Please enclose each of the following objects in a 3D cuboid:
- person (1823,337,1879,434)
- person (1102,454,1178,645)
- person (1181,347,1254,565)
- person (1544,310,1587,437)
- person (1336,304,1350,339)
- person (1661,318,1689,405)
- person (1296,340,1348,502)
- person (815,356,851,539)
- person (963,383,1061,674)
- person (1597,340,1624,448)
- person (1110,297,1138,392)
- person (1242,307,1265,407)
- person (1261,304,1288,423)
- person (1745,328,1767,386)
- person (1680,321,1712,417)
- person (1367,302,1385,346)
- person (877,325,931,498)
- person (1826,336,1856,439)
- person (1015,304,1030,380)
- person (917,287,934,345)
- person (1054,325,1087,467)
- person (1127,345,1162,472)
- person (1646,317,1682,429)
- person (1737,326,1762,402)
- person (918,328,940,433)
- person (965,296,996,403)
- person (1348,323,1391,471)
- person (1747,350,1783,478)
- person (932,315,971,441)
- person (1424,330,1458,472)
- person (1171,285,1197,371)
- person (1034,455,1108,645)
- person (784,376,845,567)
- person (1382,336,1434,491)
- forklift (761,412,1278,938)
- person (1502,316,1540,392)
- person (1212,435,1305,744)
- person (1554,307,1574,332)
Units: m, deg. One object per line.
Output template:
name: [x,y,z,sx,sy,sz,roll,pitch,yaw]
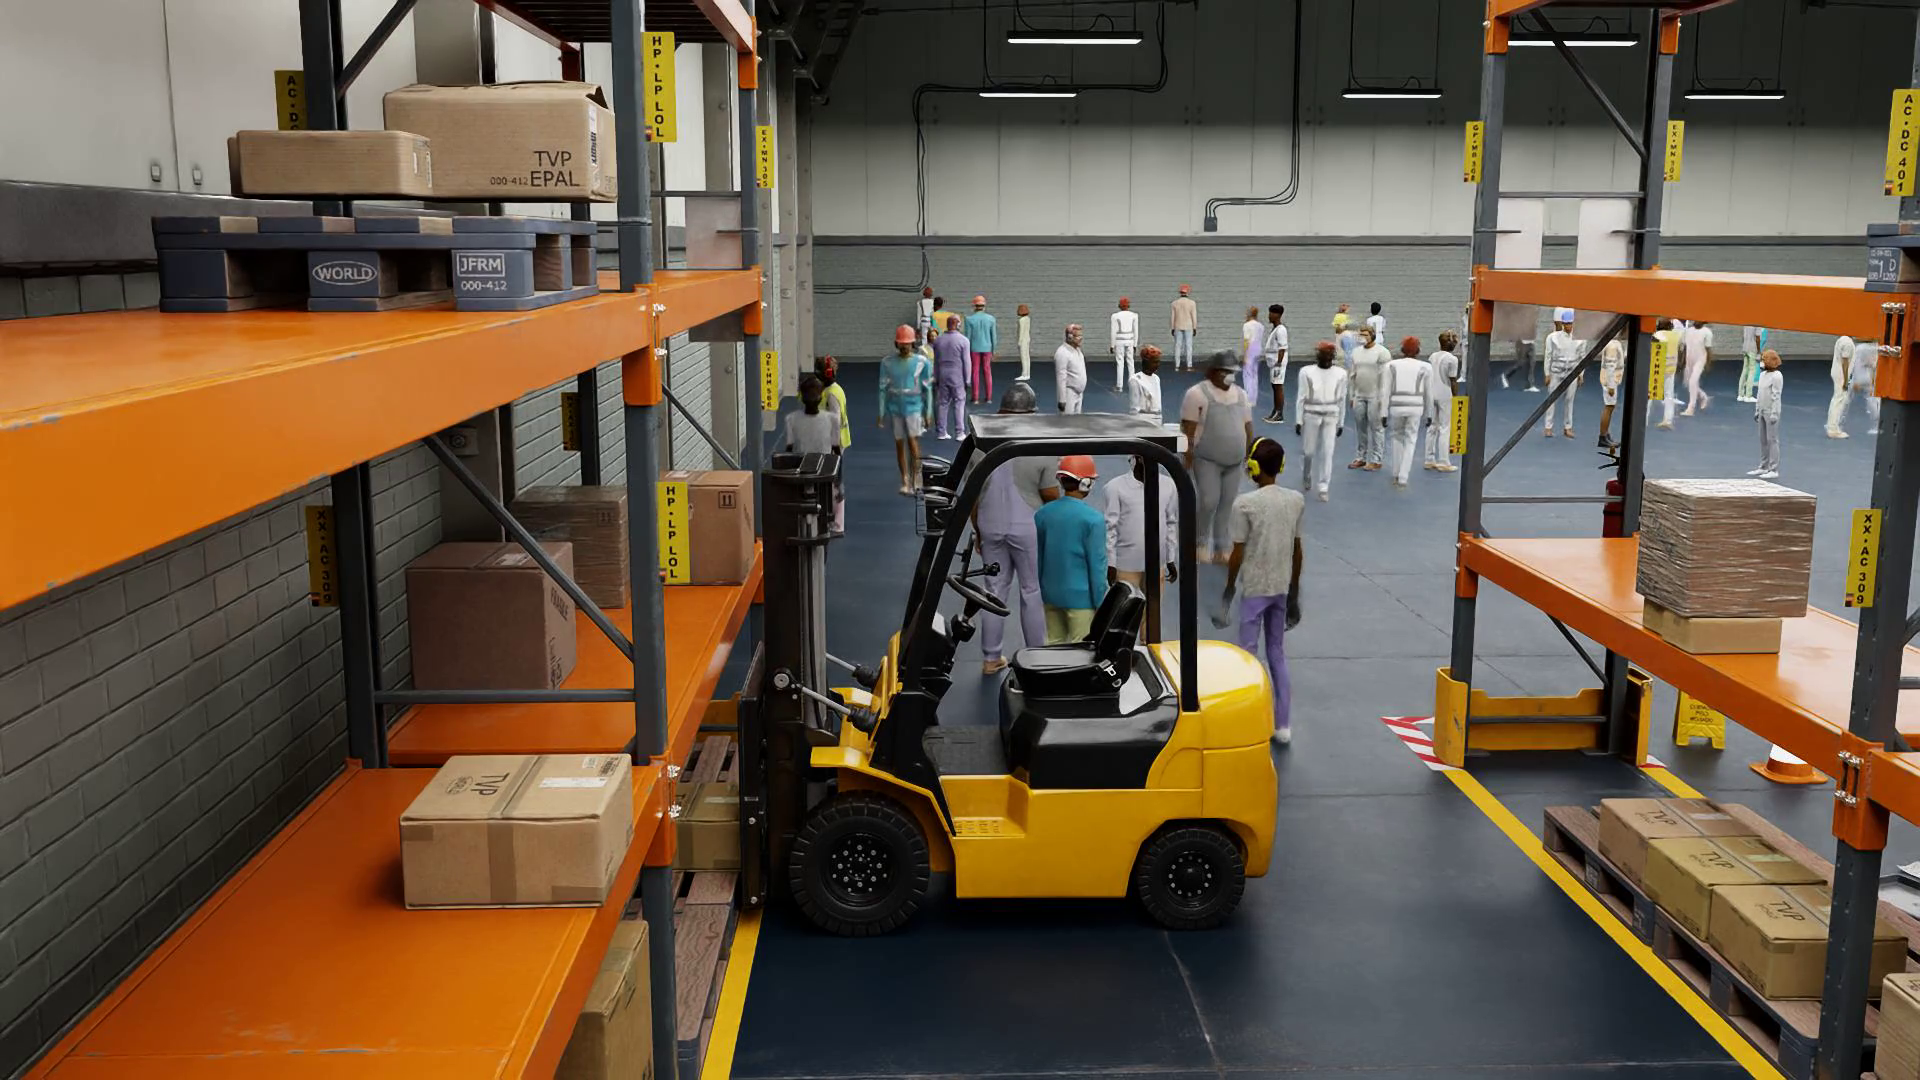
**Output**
person: [14.081,-2.508,26.000,0.503,1.695,0.917,-6,12,-32]
person: [1.219,0.127,11.153,0.570,1.751,0.329,-5,11,-25]
person: [2.414,-0.771,15.355,0.709,2.000,0.535,-5,11,-24]
person: [9.255,-2.539,25.460,0.605,1.948,0.404,1,10,8]
person: [8.296,-4.287,36.062,0.307,1.641,0.514,2,10,13]
person: [13.159,-3.443,30.592,0.590,1.916,0.391,-8,13,-38]
person: [4.194,-1.398,19.350,0.587,1.866,0.725,1,10,4]
person: [-1.300,-0.936,16.814,0.389,1.846,0.567,-2,10,-10]
person: [0.406,-0.070,11.453,0.689,2.000,0.539,5,11,26]
person: [9.519,-2.298,24.198,0.392,1.925,0.548,5,11,25]
person: [3.279,-3.908,33.272,0.576,1.882,0.362,-3,11,-16]
person: [5.284,-3.323,30.232,0.687,1.805,0.431,-8,13,-38]
person: [5.231,-2.920,27.531,0.368,1.967,0.600,0,10,2]
person: [16.570,-4.115,34.566,0.349,1.836,0.517,6,12,28]
person: [12.668,-3.035,28.560,0.654,1.823,0.525,-4,11,-23]
person: [8.854,-4.221,35.534,0.534,1.697,0.318,-9,13,-39]
person: [-0.671,-1.488,19.449,0.614,2.012,0.890,2,10,11]
person: [13.468,-2.463,25.356,0.342,1.838,0.503,4,11,19]
person: [1.369,-4.285,36.066,0.283,1.633,0.497,4,11,21]
person: [-0.765,-5.205,40.525,0.584,1.883,0.396,0,10,-1]
person: [1.478,-1.907,22.088,0.398,1.899,0.649,5,11,24]
person: [2.004,-1.151,17.903,0.356,1.887,0.573,6,12,31]
person: [11.228,-2.711,26.760,0.621,1.819,0.761,-4,11,-20]
person: [14.810,-3.505,31.092,0.327,1.863,0.511,-1,10,-7]
person: [-0.426,-2.510,26.162,0.522,1.638,0.309,-4,11,-20]
person: [0.364,-3.527,30.839,0.623,1.992,0.396,-4,11,-20]
person: [5.352,-1.868,21.797,0.372,1.932,0.623,-8,13,-37]
person: [10.271,-1.603,21.156,0.288,1.626,0.497,0,10,-1]
person: [-0.102,-2.440,25.058,0.648,1.899,0.400,6,12,32]
person: [6.285,-1.804,21.657,0.327,1.843,0.516,-5,11,-26]
person: [5.198,-4.923,38.608,0.611,1.996,0.378,4,11,20]
person: [0.697,0.327,10.070,0.354,1.744,0.563,-8,13,-39]
person: [-1.283,-0.539,14.631,0.540,1.851,0.682,0,10,-1]
person: [5.454,-1.545,20.182,0.592,1.845,0.866,5,11,25]
forklift: [0.291,0.548,7.580,2.313,2.155,1.214,0,10,-2]
person: [11.308,-3.931,33.357,0.603,1.898,0.769,-7,12,-33]
person: [1.771,0.314,9.799,0.545,1.867,0.348,-6,12,-28]
person: [12.644,-4.227,34.609,0.536,2.000,0.688,9,13,40]
